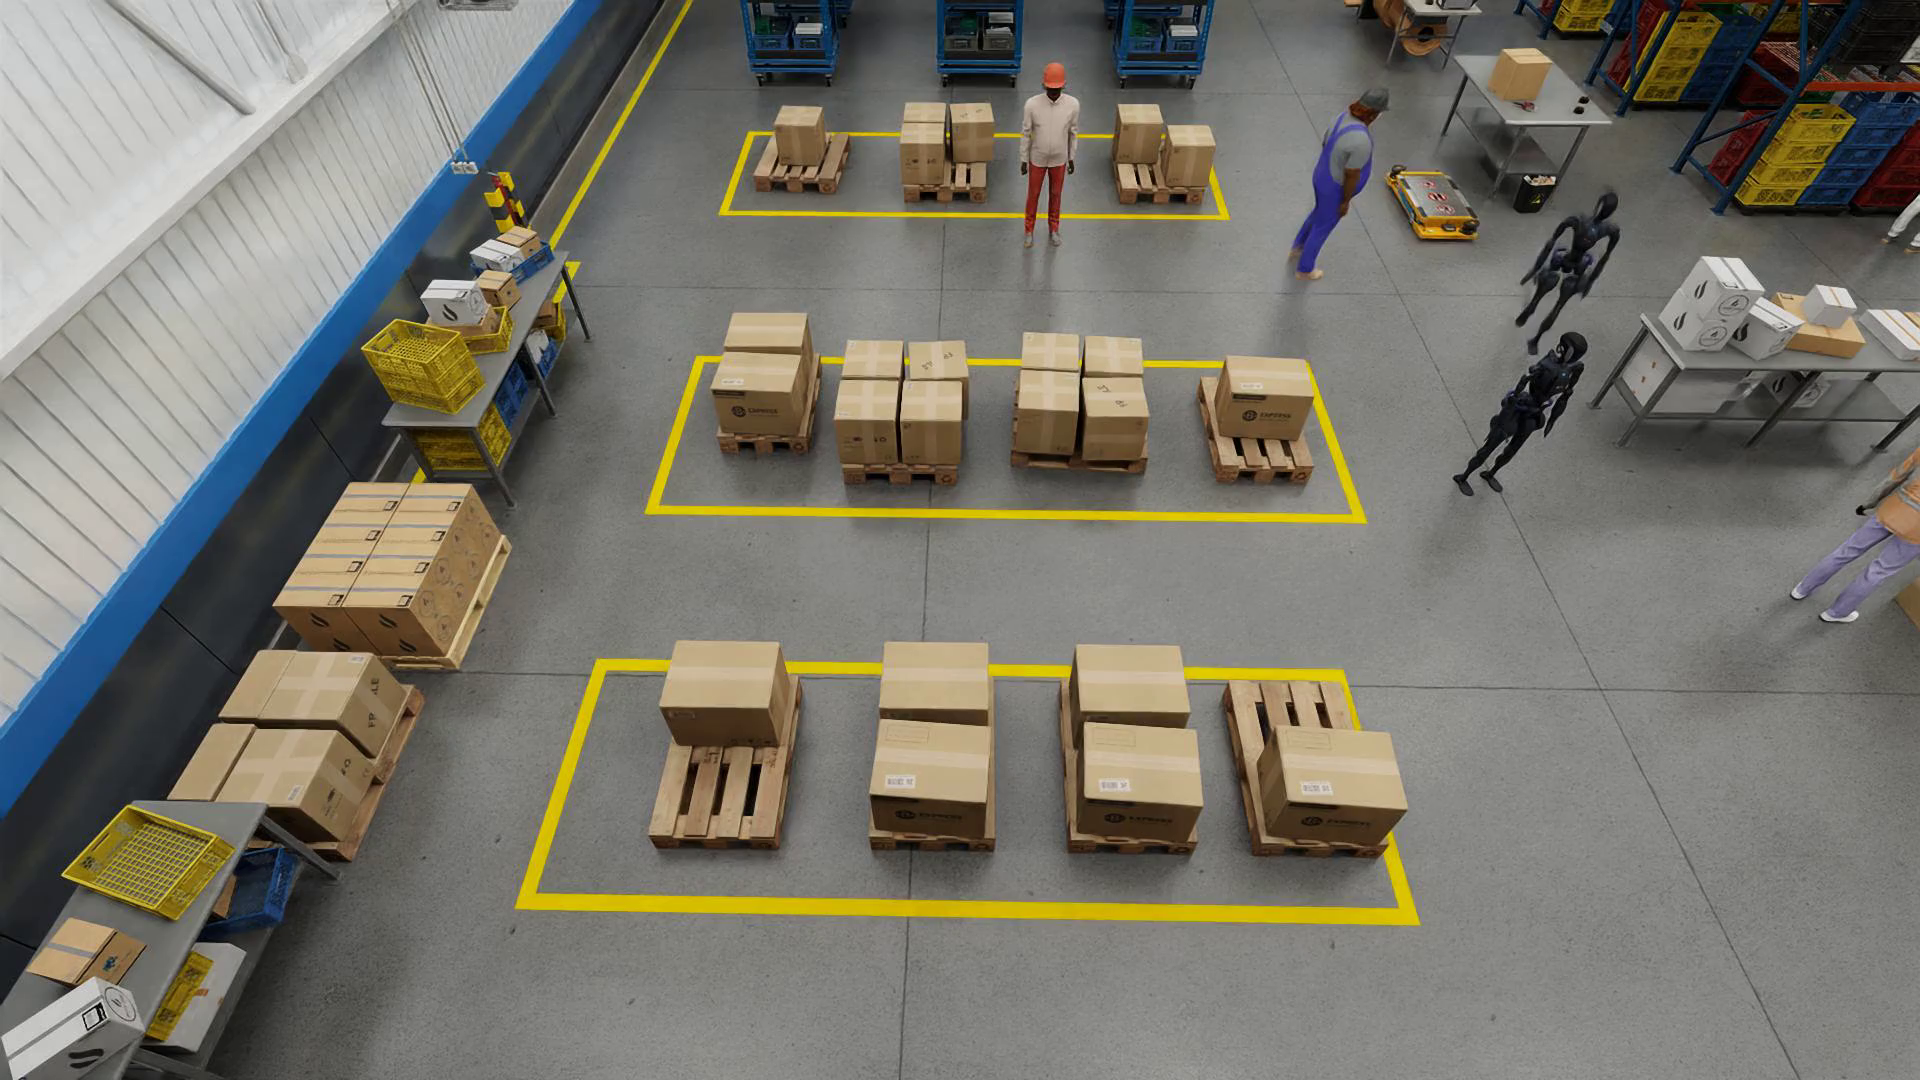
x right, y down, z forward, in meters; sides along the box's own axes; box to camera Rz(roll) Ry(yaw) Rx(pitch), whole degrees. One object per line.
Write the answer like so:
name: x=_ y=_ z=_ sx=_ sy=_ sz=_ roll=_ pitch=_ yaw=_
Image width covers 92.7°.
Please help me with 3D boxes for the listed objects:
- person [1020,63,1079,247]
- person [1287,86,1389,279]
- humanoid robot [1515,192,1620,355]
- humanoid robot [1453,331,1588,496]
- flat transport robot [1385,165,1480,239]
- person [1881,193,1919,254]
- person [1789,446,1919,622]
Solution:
person: x=0.961 y=-4.165 z=9.998 sx=0.620 sy=1.993 sz=0.379 roll=-4 pitch=49 yaw=-3
person: x=3.971 y=-3.728 z=9.589 sx=0.540 sy=2.000 sz=0.704 roll=-2 pitch=49 yaw=-1
humanoid robot: x=5.829 y=-2.607 z=8.862 sx=0.606 sy=1.652 sz=0.429 roll=20 pitch=52 yaw=17
humanoid robot: x=4.594 y=-1.001 z=7.466 sx=0.575 sy=1.651 sz=0.336 roll=-8 pitch=50 yaw=-7
flat transport robot: x=5.692 y=-4.094 z=11.059 sx=0.652 sy=0.197 sz=1.431 roll=1 pitch=49 yaw=1
person: x=10.941 y=-4.047 z=9.969 sx=0.337 sy=1.880 sz=0.583 roll=-23 pitch=53 yaw=-19
person: x=6.786 y=-0.128 z=6.552 sx=0.379 sy=1.921 sz=0.585 roll=-15 pitch=51 yaw=-13
